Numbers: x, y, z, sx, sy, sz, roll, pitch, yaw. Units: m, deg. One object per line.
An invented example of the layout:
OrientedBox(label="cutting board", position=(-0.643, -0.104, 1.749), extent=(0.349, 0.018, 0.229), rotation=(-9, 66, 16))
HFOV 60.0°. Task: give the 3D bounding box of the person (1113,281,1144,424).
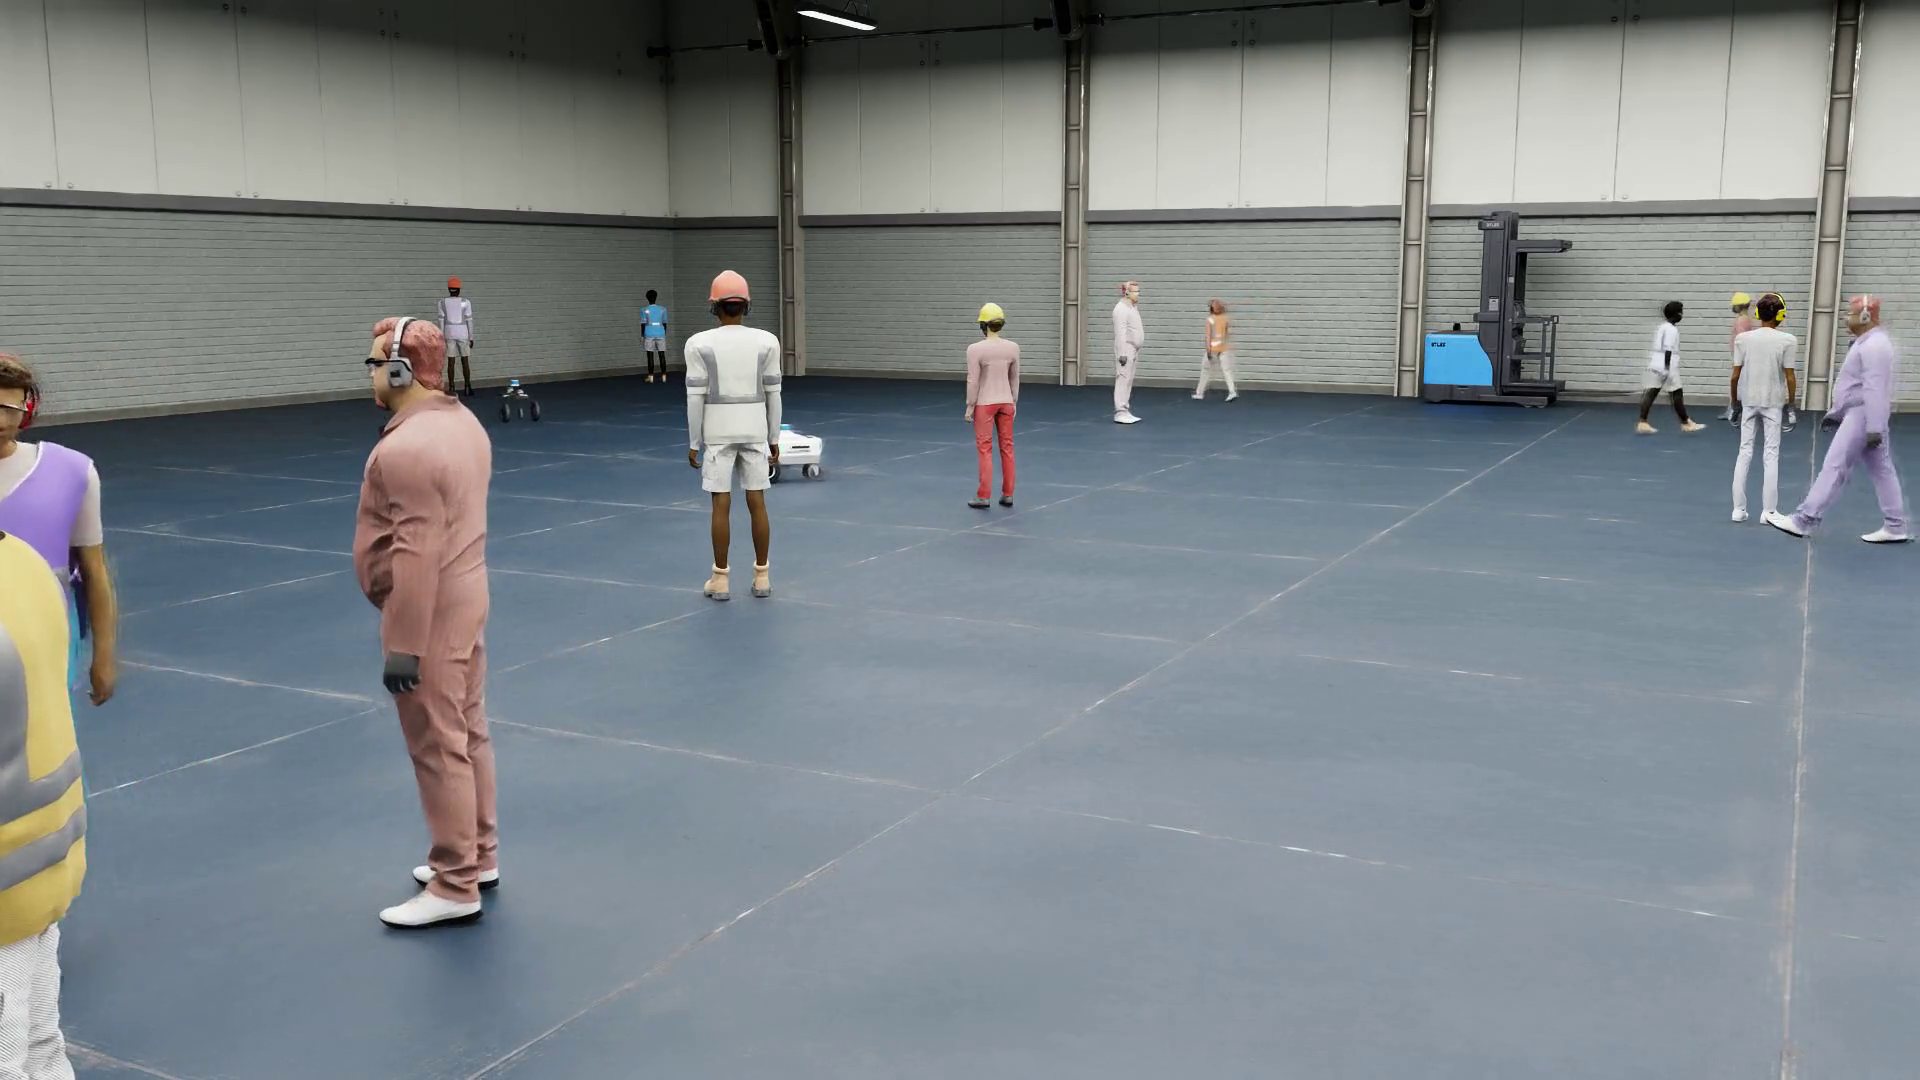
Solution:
OrientedBox(label="person", position=(2.284, -2.535, 22.465), extent=(0.403, 1.906, 0.652), rotation=(3, 10, 18))

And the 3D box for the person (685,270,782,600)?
OrientedBox(label="person", position=(-1.422, -0.658, 10.455), extent=(0.607, 2.048, 0.367), rotation=(-3, 10, -20))

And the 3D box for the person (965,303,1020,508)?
OrientedBox(label="person", position=(0.278, -1.168, 14.455), extent=(0.525, 1.772, 0.306), rotation=(-5, 11, -30))

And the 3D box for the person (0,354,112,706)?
OrientedBox(label="person", position=(-2.802, 0.377, 4.785), extent=(0.611, 1.810, 0.735), rotation=(-2, 9, -13))

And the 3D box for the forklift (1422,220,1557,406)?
OrientedBox(label="forklift", position=(8.245, -3.527, 25.720), extent=(1.873, 2.768, 1.129), rotation=(5, 10, 27))

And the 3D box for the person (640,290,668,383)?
OrientedBox(label="person", position=(-5.617, -3.736, 30.526), extent=(0.529, 1.694, 0.321), rotation=(-6, 11, -32))

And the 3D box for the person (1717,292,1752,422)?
OrientedBox(label="person", position=(10.671, -2.499, 22.745), extent=(0.424, 1.778, 0.537), rotation=(6, 11, 33))

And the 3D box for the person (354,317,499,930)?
OrientedBox(label="person", position=(-1.695, 0.254, 5.266), extent=(0.403, 1.906, 0.651), rotation=(0, 9, 0))

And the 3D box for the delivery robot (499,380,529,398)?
OrientedBox(label="delivery robot", position=(-6.127, -2.088, 22.906), extent=(0.335, 0.223, 0.698), rotation=(-5, 11, -29))

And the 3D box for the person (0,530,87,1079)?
OrientedBox(label="person", position=(-1.782, 0.664, 2.937), extent=(0.429, 1.844, 0.626), rotation=(-2, 10, -14))

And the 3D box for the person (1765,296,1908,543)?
OrientedBox(label="person", position=(6.712, -0.906, 12.577), extent=(1.009, 1.853, 0.659), rotation=(6, 11, 31))

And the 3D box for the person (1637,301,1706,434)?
OrientedBox(label="person", position=(8.934, -2.148, 20.808), extent=(0.838, 1.652, 0.546), rotation=(1, 9, 5))

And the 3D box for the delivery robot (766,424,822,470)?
OrientedBox(label="delivery robot", position=(-1.723, -0.895, 16.347), extent=(0.707, 0.478, 0.477), rotation=(-3, 10, -19))

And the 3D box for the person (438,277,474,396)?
OrientedBox(label="person", position=(-8.296, -3.353, 27.417), extent=(0.542, 1.938, 0.357), rotation=(-1, 9, -8))

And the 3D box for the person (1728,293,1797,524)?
OrientedBox(label="person", position=(6.552, -1.074, 13.565), extent=(0.531, 1.870, 0.317), rotation=(9, 13, 44))

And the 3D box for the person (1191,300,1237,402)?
OrientedBox(label="person", position=(4.046, -2.980, 26.178), extent=(0.514, 1.596, 0.868), rotation=(-6, 11, -31))
